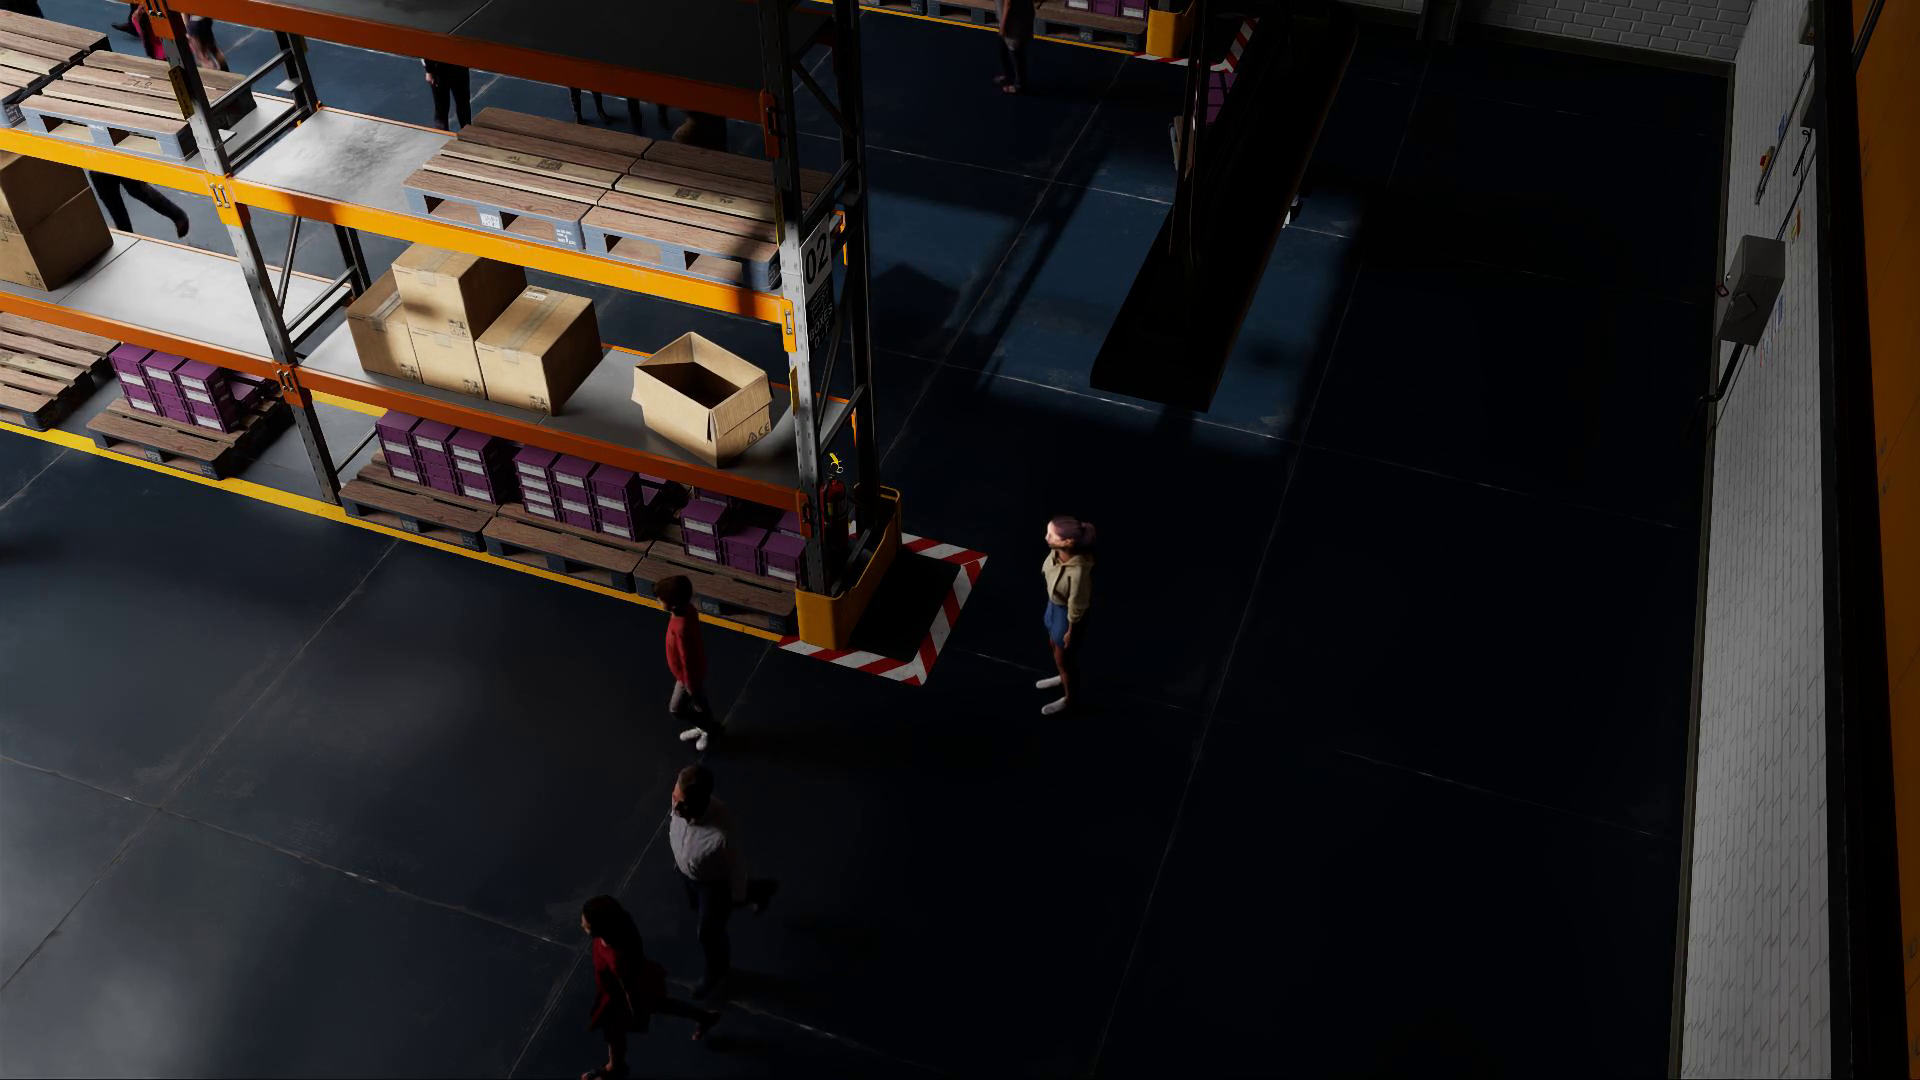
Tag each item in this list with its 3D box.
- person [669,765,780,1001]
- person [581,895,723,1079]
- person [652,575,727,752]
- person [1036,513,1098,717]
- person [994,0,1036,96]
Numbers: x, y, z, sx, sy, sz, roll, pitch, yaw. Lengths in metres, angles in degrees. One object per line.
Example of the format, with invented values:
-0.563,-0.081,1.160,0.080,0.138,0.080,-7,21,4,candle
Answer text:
-1.303,1.754,9.037,1.033,1.803,0.962,33,53,30,person
-1.655,2.307,8.656,1.074,1.528,0.934,-12,45,-12,person
-1.617,0.778,10.351,0.657,1.404,0.625,-5,44,-5,person
0.686,0.453,10.529,0.759,1.629,0.738,-10,45,-11,person
0.610,-5.161,16.446,0.689,1.595,0.685,9,44,9,person
